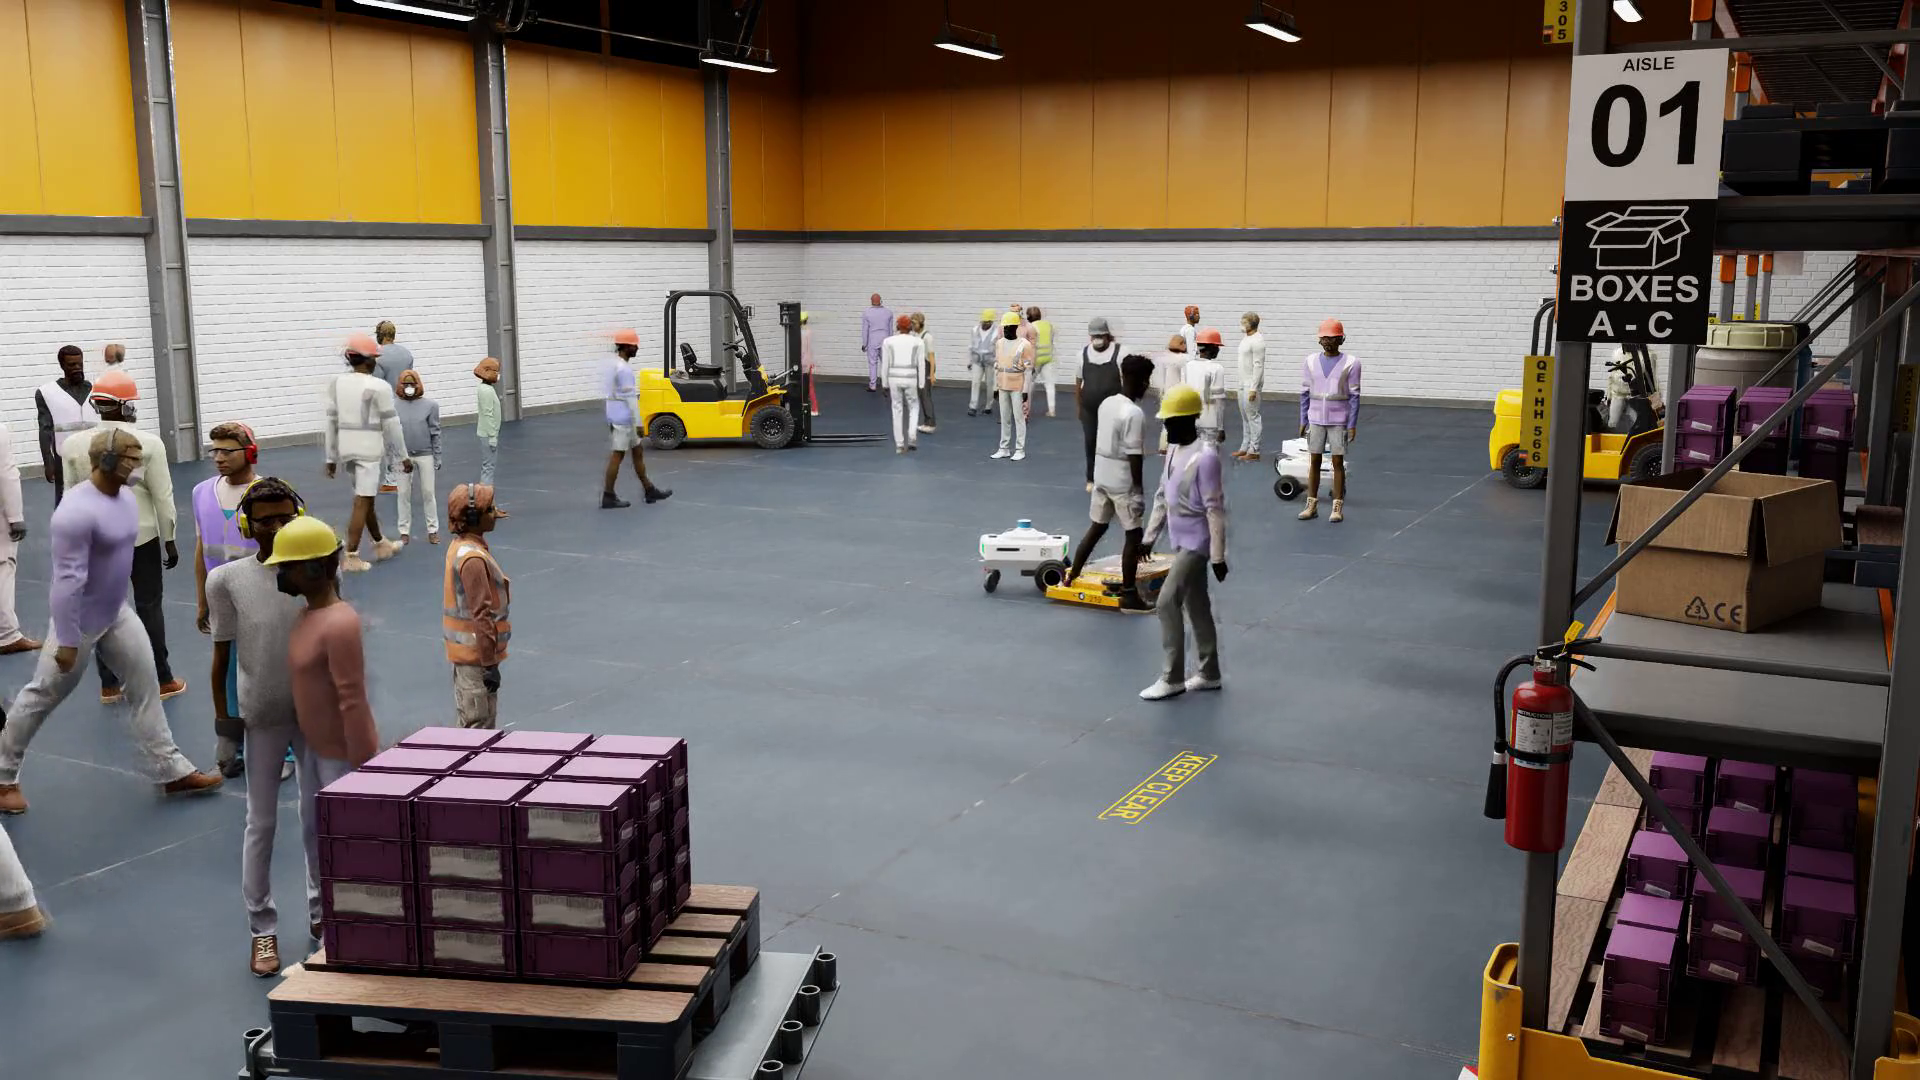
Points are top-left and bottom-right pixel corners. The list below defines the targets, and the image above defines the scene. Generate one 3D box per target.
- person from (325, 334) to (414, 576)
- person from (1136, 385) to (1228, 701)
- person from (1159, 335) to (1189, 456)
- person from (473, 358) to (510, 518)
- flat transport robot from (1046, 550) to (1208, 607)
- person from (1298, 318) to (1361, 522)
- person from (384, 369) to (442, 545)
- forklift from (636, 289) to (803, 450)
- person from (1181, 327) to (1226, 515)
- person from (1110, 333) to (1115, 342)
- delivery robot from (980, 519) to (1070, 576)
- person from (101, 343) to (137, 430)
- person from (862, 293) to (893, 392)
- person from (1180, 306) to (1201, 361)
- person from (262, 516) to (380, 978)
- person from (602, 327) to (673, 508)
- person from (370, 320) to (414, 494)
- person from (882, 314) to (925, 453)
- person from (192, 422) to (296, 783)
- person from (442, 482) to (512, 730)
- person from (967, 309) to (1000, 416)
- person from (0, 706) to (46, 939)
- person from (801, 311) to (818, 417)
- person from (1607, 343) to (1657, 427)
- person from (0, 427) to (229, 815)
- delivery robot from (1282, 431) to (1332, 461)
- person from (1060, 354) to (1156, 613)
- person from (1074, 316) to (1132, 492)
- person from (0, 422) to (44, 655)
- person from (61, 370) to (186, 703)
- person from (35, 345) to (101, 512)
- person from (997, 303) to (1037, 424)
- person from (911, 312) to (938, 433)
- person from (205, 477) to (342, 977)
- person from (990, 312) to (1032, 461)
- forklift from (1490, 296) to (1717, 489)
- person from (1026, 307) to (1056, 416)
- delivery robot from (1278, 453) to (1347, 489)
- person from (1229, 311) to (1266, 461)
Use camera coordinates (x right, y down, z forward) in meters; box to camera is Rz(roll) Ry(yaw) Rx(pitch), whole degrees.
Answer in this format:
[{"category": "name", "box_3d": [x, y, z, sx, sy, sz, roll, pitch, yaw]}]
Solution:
[{"category": "person", "box_3d": [-4.989, -0.739, 14.134, 0.632, 1.996, 0.985, 4, 11, 23]}, {"category": "person", "box_3d": [1.307, 0.018, 10.035, 0.737, 1.898, 0.601, -2, 10, -10]}, {"category": "person", "box_3d": [2.940, -1.919, 22.124, 0.763, 1.602, 0.509, -5, 11, -25]}, {"category": "person", "box_3d": [-4.774, -1.038, 16.919, 0.289, 1.633, 0.497, -3, 10, -18]}, {"category": "flat transport robot", "box_3d": [1.345, 0.288, 13.183, 0.652, 0.197, 1.431, 7, 12, 36]}, {"category": "person", "box_3d": [3.688, -1.197, 16.658, 0.605, 2.044, 0.374, 6, 11, 29]}, {"category": "person", "box_3d": [-5.034, -0.759, 15.330, 0.502, 1.626, 0.281, -3, 10, -16]}, {"category": "forklift", "box_3d": [-3.358, -2.392, 23.136, 2.313, 2.155, 1.214, -1, 10, -5]}, {"category": "person", "box_3d": [2.505, -1.201, 16.989, 0.369, 1.933, 0.551, -8, 13, -40]}, {"category": "person", "box_3d": [1.968, -1.949, 22.179, 0.311, 1.639, 0.513, 1, 10, 4]}, {"category": "delivery robot", "box_3d": [0.517, 0.079, 13.298, 0.707, 0.478, 0.477, 1, 10, 6]}, {"category": "person", "box_3d": [-9.985, -1.516, 19.687, 0.527, 1.624, 0.529, 7, 12, 35]}, {"category": "person", "box_3d": [-1.610, -3.820, 32.252, 0.637, 1.904, 0.403, -4, 11, -22]}, {"category": "person", "box_3d": [3.517, -2.629, 25.407, 0.354, 1.883, 0.576, -1, 10, -5]}, {"category": "person", "box_3d": [-2.226, 0.760, 6.205, 0.618, 1.752, 0.536, -7, 12, -36]}, {"category": "person", "box_3d": [-3.426, -1.290, 17.597, 0.896, 1.899, 0.566, -4, 11, -21]}, {"category": "person", "box_3d": [-6.379, -1.486, 18.632, 0.372, 1.940, 0.630, 4, 11, 22]}, {"category": "person", "box_3d": [-0.762, -2.099, 22.394, 0.596, 1.871, 0.461, 0, 10, 2]}, {"category": "person", "box_3d": [-3.616, 0.315, 8.468, 0.565, 1.846, 0.390, 2, 10, 10]}, {"category": "person", "box_3d": [-2.231, 0.550, 7.709, 0.308, 1.641, 0.514, -4, 11, -24]}, {"category": "person", "box_3d": [0.363, -2.892, 27.285, 0.653, 1.761, 0.919, 3, 10, 18]}, {"category": "person", "box_3d": [-4.042, 0.692, 6.430, 0.901, 1.791, 0.649, -2, 10, -9]}, {"category": "person", "box_3d": [-2.679, -2.870, 27.219, 0.757, 1.735, 0.543, 0, 10, 1]}, {"category": "person", "box_3d": [8.331, -1.777, 20.701, 0.605, 1.798, 0.681, -9, 13, -42]}, {"category": "person", "box_3d": [-4.224, 0.389, 8.022, 1.093, 1.872, 0.681, 0, 10, 0]}, {"category": "delivery robot", "box_3d": [4.177, -1.061, 19.898, 0.477, 0.478, 0.707, -5, 11, -25]}, {"category": "person", "box_3d": [1.154, -0.430, 12.547, 0.574, 1.934, 0.842, -4, 11, -22]}, {"category": "person", "box_3d": [1.634, -1.565, 18.789, 0.702, 2.000, 0.776, 3, 10, 17]}, {"category": "person", "box_3d": [-6.531, -0.178, 11.149, 0.651, 1.907, 0.409, 3, 10, 16]}, {"category": "person", "box_3d": [-4.998, -0.017, 9.958, 0.622, 1.992, 0.394, -1, 10, -4]}, {"category": "person", "box_3d": [-7.453, -0.684, 14.040, 0.390, 1.920, 0.587, 7, 12, 34]}, {"category": "person", "box_3d": [0.876, -2.762, 26.105, 0.643, 1.910, 0.400, 5, 11, 28]}, {"category": "person", "box_3d": [-0.546, -2.510, 24.927, 0.439, 1.818, 0.592, -5, 11, -25]}, {"category": "person", "box_3d": [-2.533, 0.685, 6.260, 0.532, 1.870, 0.319, -8, 13, -39]}, {"category": "person", "box_3d": [0.665, -1.996, 21.614, 0.584, 1.928, 0.367, 8, 13, 40]}, {"category": "forklift", "box_3d": [7.296, -1.677, 18.993, 2.313, 2.155, 1.214, 5, 11, 27]}, {"category": "person", "box_3d": [1.277, -2.953, 27.531, 0.715, 1.783, 0.956, -7, 12, -34]}, {"category": "delivery robot", "box_3d": [3.847, -0.759, 18.150, 0.707, 0.478, 0.477, 4, 11, 21]}, {"category": "person", "box_3d": [3.743, -1.986, 21.523, 0.372, 1.940, 0.632, -1, 10, -8]}]
